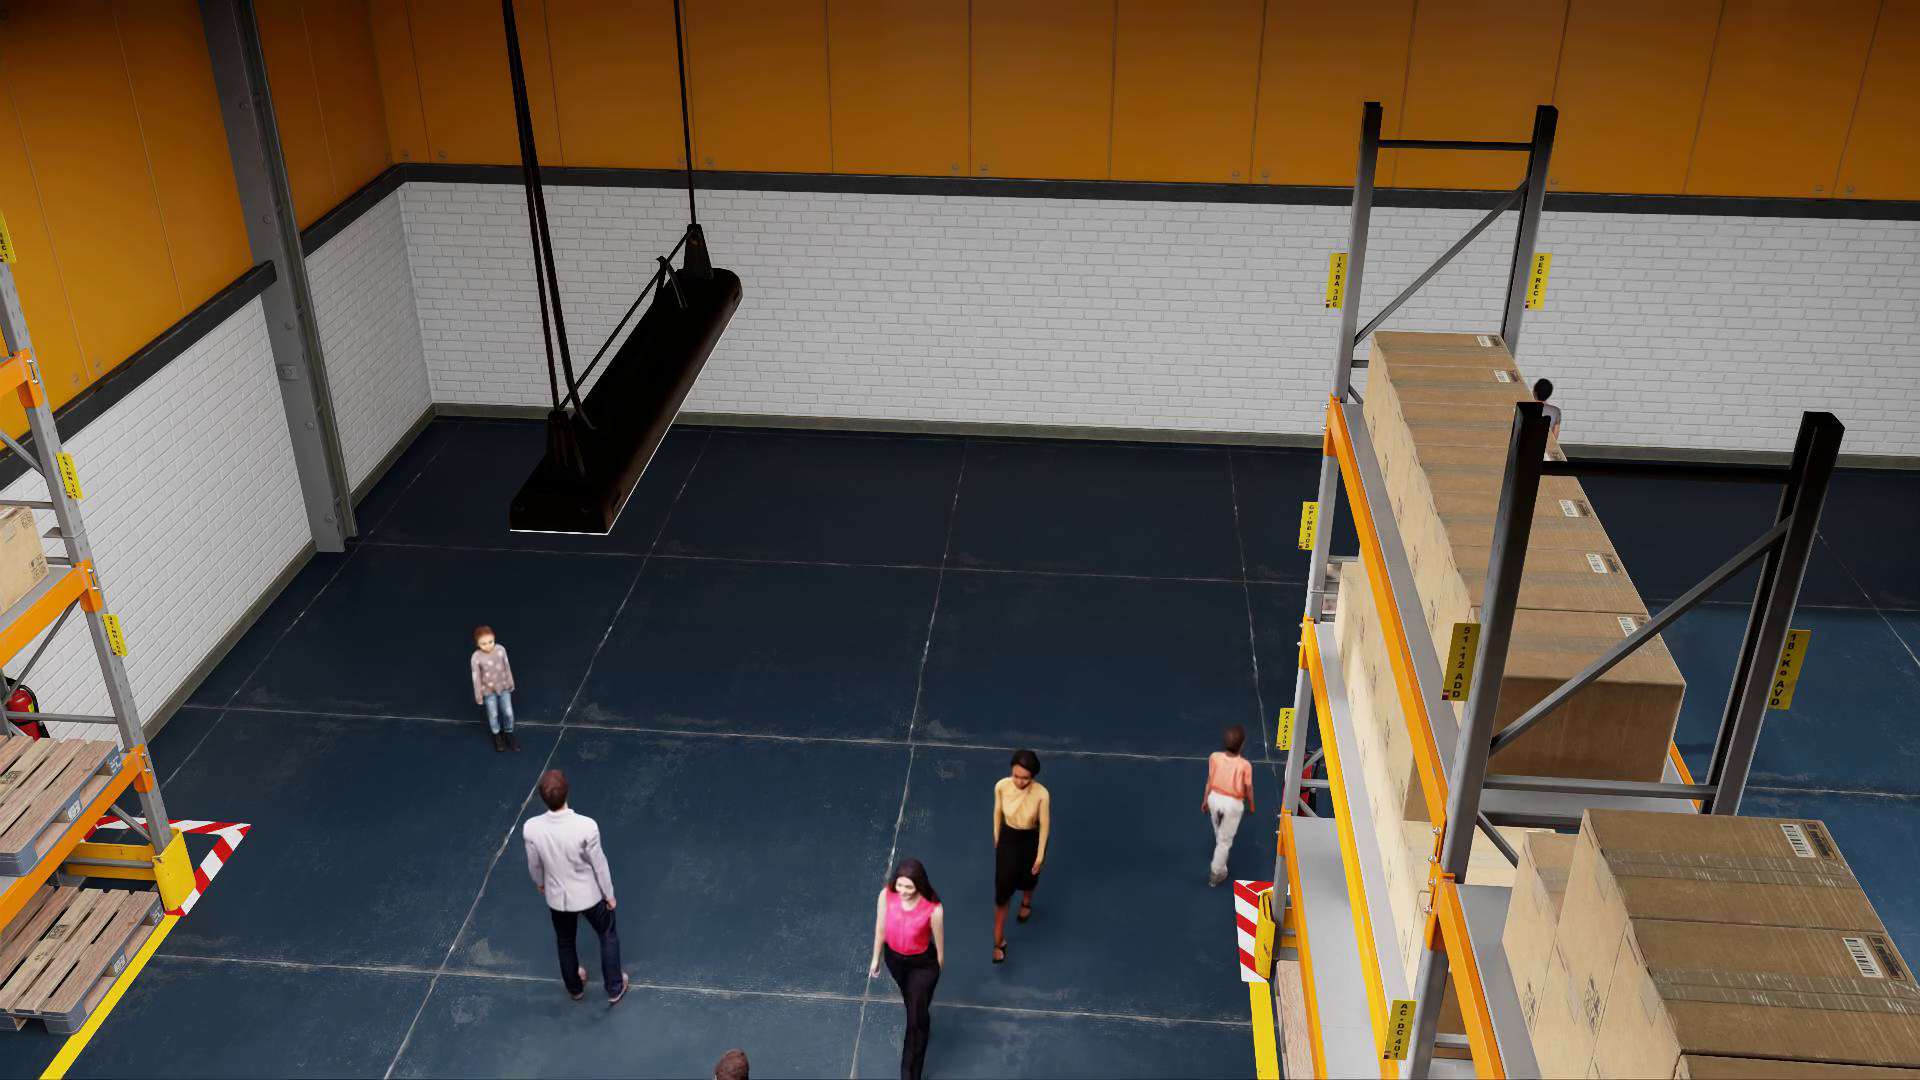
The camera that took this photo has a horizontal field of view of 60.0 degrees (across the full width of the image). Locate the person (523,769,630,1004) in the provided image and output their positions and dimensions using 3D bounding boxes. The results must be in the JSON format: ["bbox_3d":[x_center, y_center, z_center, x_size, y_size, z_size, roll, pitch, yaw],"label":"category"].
[{"bbox_3d":[-2.559,2.342,10.931,0.717,1.843,0.599,3,29,5],"label":"person"}]

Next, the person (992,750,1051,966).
[{"bbox_3d":[0.456,2.097,11.612,0.670,1.621,1.026,7,29,13],"label":"person"}]

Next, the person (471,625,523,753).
[{"bbox_3d":[-3.860,1.191,13.726,0.609,1.186,0.661,-16,33,-27],"label":"person"}]

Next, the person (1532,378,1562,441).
[{"bbox_3d":[5.779,-0.823,16.825,0.616,1.754,0.551,1,29,1],"label":"person"}]

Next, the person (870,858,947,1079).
[{"bbox_3d":[-0.286,2.643,10.606,0.814,1.626,1.061,13,31,23],"label":"person"}]

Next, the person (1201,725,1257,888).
[{"bbox_3d":[1.929,1.966,12.202,0.744,1.285,0.916,17,33,28],"label":"person"}]
